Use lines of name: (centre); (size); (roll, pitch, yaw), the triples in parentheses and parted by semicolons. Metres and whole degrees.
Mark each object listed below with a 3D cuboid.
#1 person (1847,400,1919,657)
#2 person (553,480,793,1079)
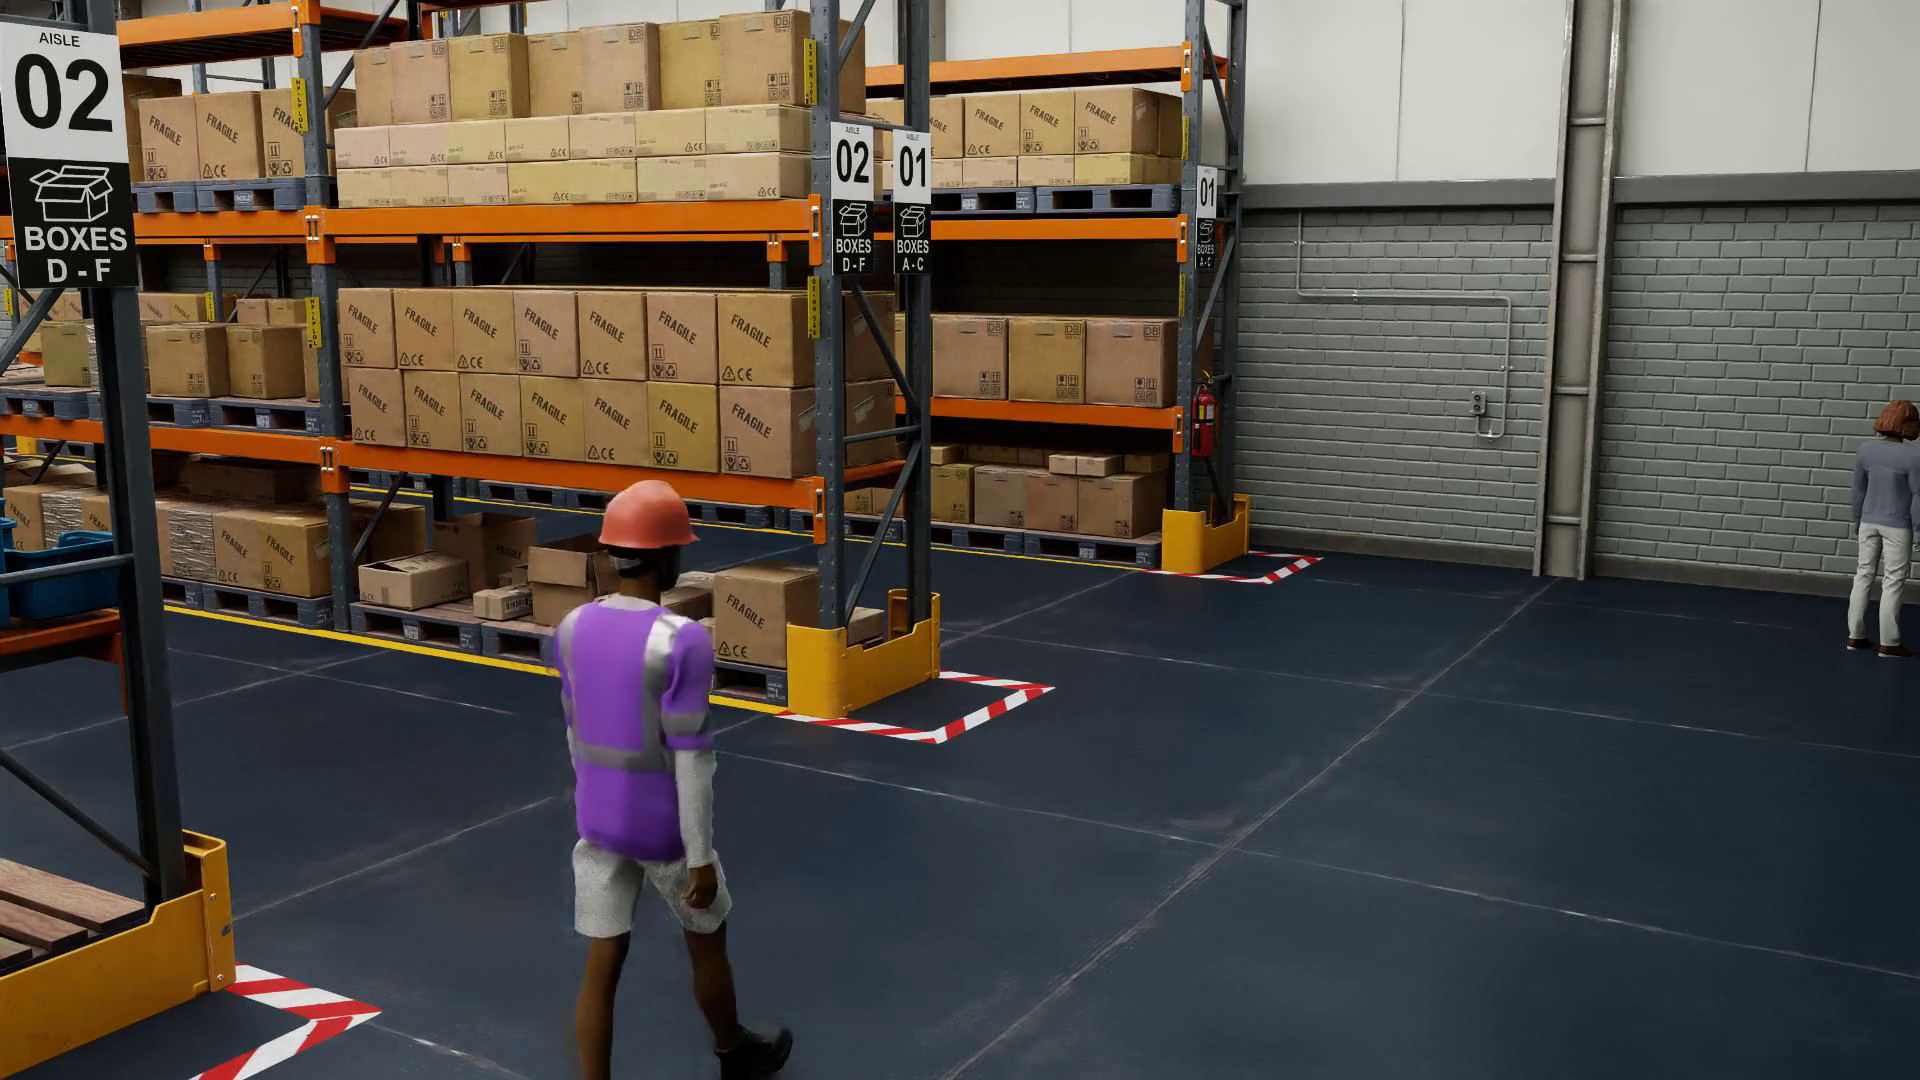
person: (5.898, -0.075, 10.565); (0.273, 1.632, 0.507); (-4, 11, -23)
person: (-0.828, 0.770, 4.813); (0.570, 1.905, 0.875); (5, 11, 28)
